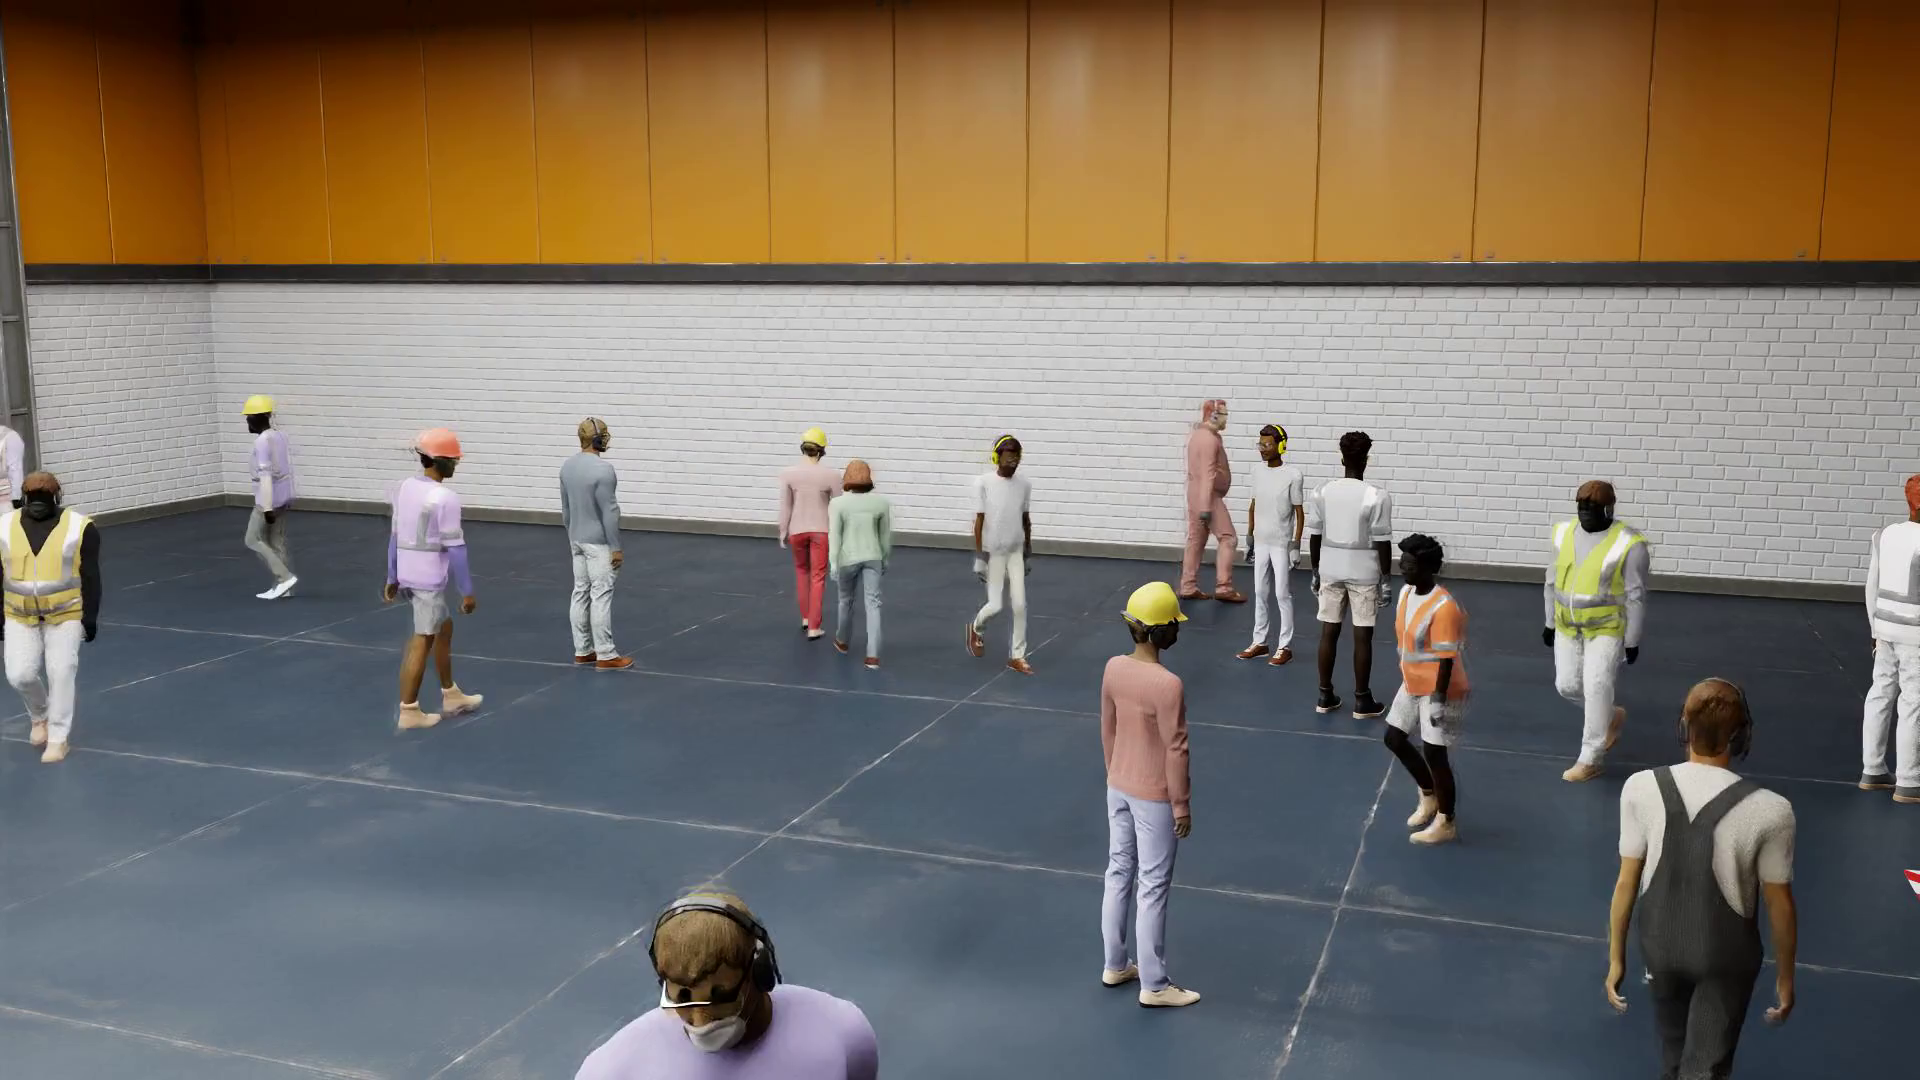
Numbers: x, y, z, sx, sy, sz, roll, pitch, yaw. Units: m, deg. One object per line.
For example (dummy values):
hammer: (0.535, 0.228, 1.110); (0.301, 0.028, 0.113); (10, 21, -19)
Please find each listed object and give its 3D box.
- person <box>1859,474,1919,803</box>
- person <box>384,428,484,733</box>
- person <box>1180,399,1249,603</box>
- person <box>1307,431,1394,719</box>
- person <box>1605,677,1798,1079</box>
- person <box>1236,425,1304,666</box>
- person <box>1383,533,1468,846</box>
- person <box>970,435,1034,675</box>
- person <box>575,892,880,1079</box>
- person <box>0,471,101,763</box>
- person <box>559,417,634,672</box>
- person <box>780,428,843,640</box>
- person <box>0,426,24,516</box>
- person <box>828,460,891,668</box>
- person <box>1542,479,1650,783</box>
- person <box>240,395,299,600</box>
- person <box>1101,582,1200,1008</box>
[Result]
person: (5.465, 0.561, 9.581); (0.358, 1.881, 0.574); (-2, 9, -12)
person: (-3.459, 0.254, 11.106); (0.642, 2.004, 0.842); (8, 12, 42)
person: (2.374, -0.352, 15.262); (0.743, 1.880, 0.658); (0, 9, -3)
person: (2.670, 0.234, 11.345); (0.612, 1.965, 0.362); (7, 12, 38)
person: (2.343, 1.313, 5.246); (0.519, 1.788, 1.021); (8, 12, 41)
person: (2.421, 0.036, 12.878); (0.310, 1.868, 0.532); (-8, 12, -41)
person: (2.471, 0.786, 8.798); (0.383, 1.671, 0.586); (-2, 9, -10)
person: (0.298, 0.098, 12.634); (0.546, 1.830, 0.605); (-4, 10, -25)
person: (-0.400, 1.587, 3.229); (0.656, 1.874, 0.966); (-3, 10, -19)
person: (-5.666, 0.468, 10.339); (0.642, 1.823, 0.462); (-3, 10, -16)
person: (-2.788, 0.032, 12.683); (0.627, 1.941, 0.372); (9, 13, 43)
person: (-1.211, -0.069, 13.933); (0.549, 1.736, 0.774); (1, 9, 9)
person: (-9.238, -0.435, 15.988); (0.629, 1.816, 0.830); (1, 9, 5)
person: (-0.787, 0.166, 12.953); (0.511, 1.573, 0.871); (-3, 10, -16)
person: (3.872, 0.519, 10.040); (0.681, 1.819, 0.637); (-6, 11, -35)
person: (-6.393, -0.381, 15.340); (0.407, 1.908, 0.593); (0, 9, -2)
person: (0.785, 1.048, 6.915); (0.315, 1.770, 0.524); (-5, 11, -30)
